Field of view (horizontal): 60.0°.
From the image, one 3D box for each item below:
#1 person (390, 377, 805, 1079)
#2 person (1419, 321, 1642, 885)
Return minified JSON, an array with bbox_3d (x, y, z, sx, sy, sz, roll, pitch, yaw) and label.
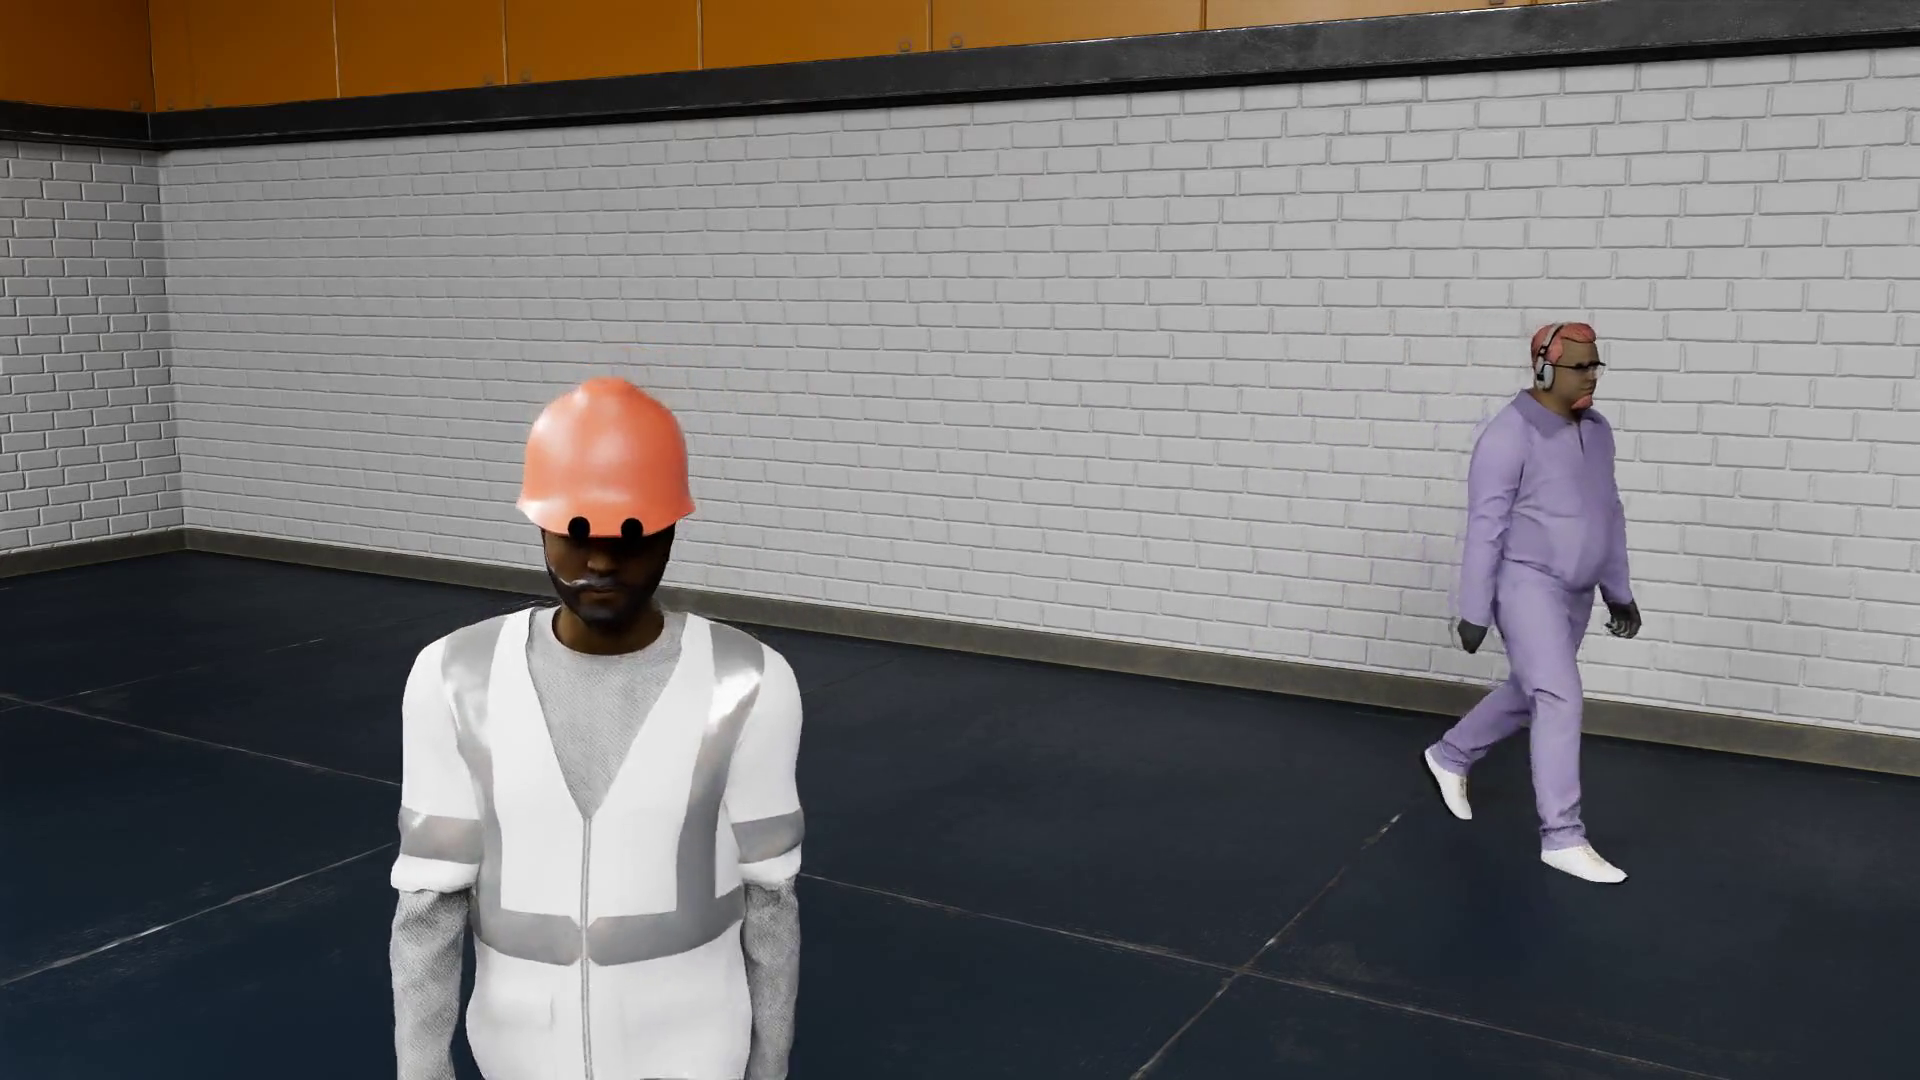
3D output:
[{"bbox_3d":[-0.498,0.702,2.424,0.549,1.898,0.971,0,9,-1],"label":"person"},{"bbox_3d":[1.970,0.172,5.794,0.640,1.872,0.889,-8,12,-39],"label":"person"}]
